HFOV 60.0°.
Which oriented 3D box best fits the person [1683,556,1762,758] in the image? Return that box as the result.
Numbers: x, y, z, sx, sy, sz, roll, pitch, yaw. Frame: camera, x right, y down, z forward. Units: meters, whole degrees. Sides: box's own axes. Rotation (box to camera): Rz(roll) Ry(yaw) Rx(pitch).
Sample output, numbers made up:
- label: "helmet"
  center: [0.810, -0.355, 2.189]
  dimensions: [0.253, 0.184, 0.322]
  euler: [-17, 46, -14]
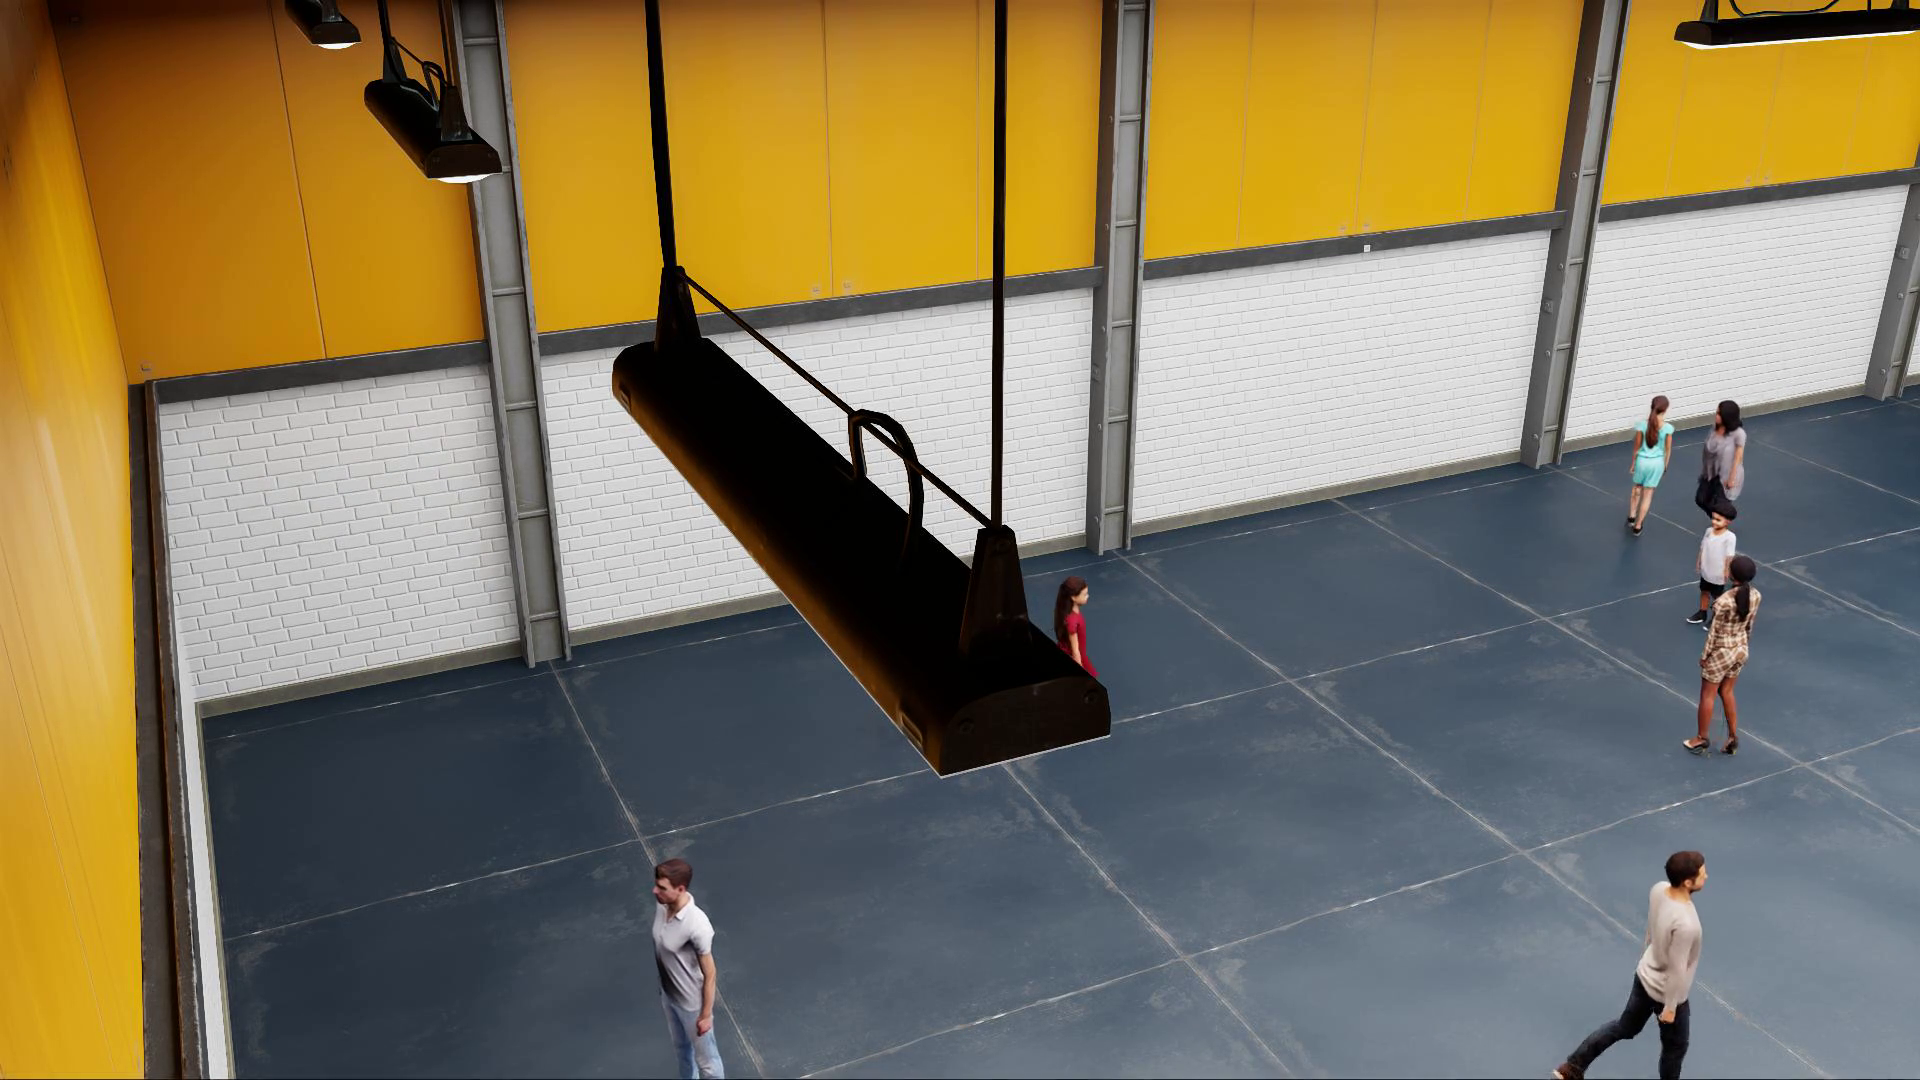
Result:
- label: "person"
  center: [6.259, 0.960, 13.558]
  dimensions: [0.569, 1.794, 0.660]
  euler: [-9, 25, -20]

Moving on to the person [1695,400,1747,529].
- label: "person"
  center: [8.157, -0.727, 17.670]
  dimensions: [0.717, 1.592, 0.642]
  euler: [-10, 25, -21]

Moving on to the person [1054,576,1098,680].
- label: "person"
  center: [0.830, 1.006, 13.767]
  dimensions: [0.746, 1.543, 0.690]
  euler: [-1, 24, -1]

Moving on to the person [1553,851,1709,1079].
- label: "person"
  center: [4.011, 2.608, 9.729]
  dimensions: [1.251, 1.842, 0.982]
  euler: [0, 24, 0]

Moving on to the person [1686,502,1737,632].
- label: "person"
  center: [7.227, 0.229, 15.899]
  dimensions: [0.520, 1.258, 0.511]
  euler: [-14, 27, -28]

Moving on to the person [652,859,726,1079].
- label: "person"
  center: [-1.582, 2.634, 9.660]
  dimensions: [0.639, 1.850, 0.699]
  euler: [-19, 30, -36]

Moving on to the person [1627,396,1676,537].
- label: "person"
  center: [7.388, -0.777, 17.849]
  dimensions: [0.724, 1.541, 0.805]
  euler: [13, 27, 27]
